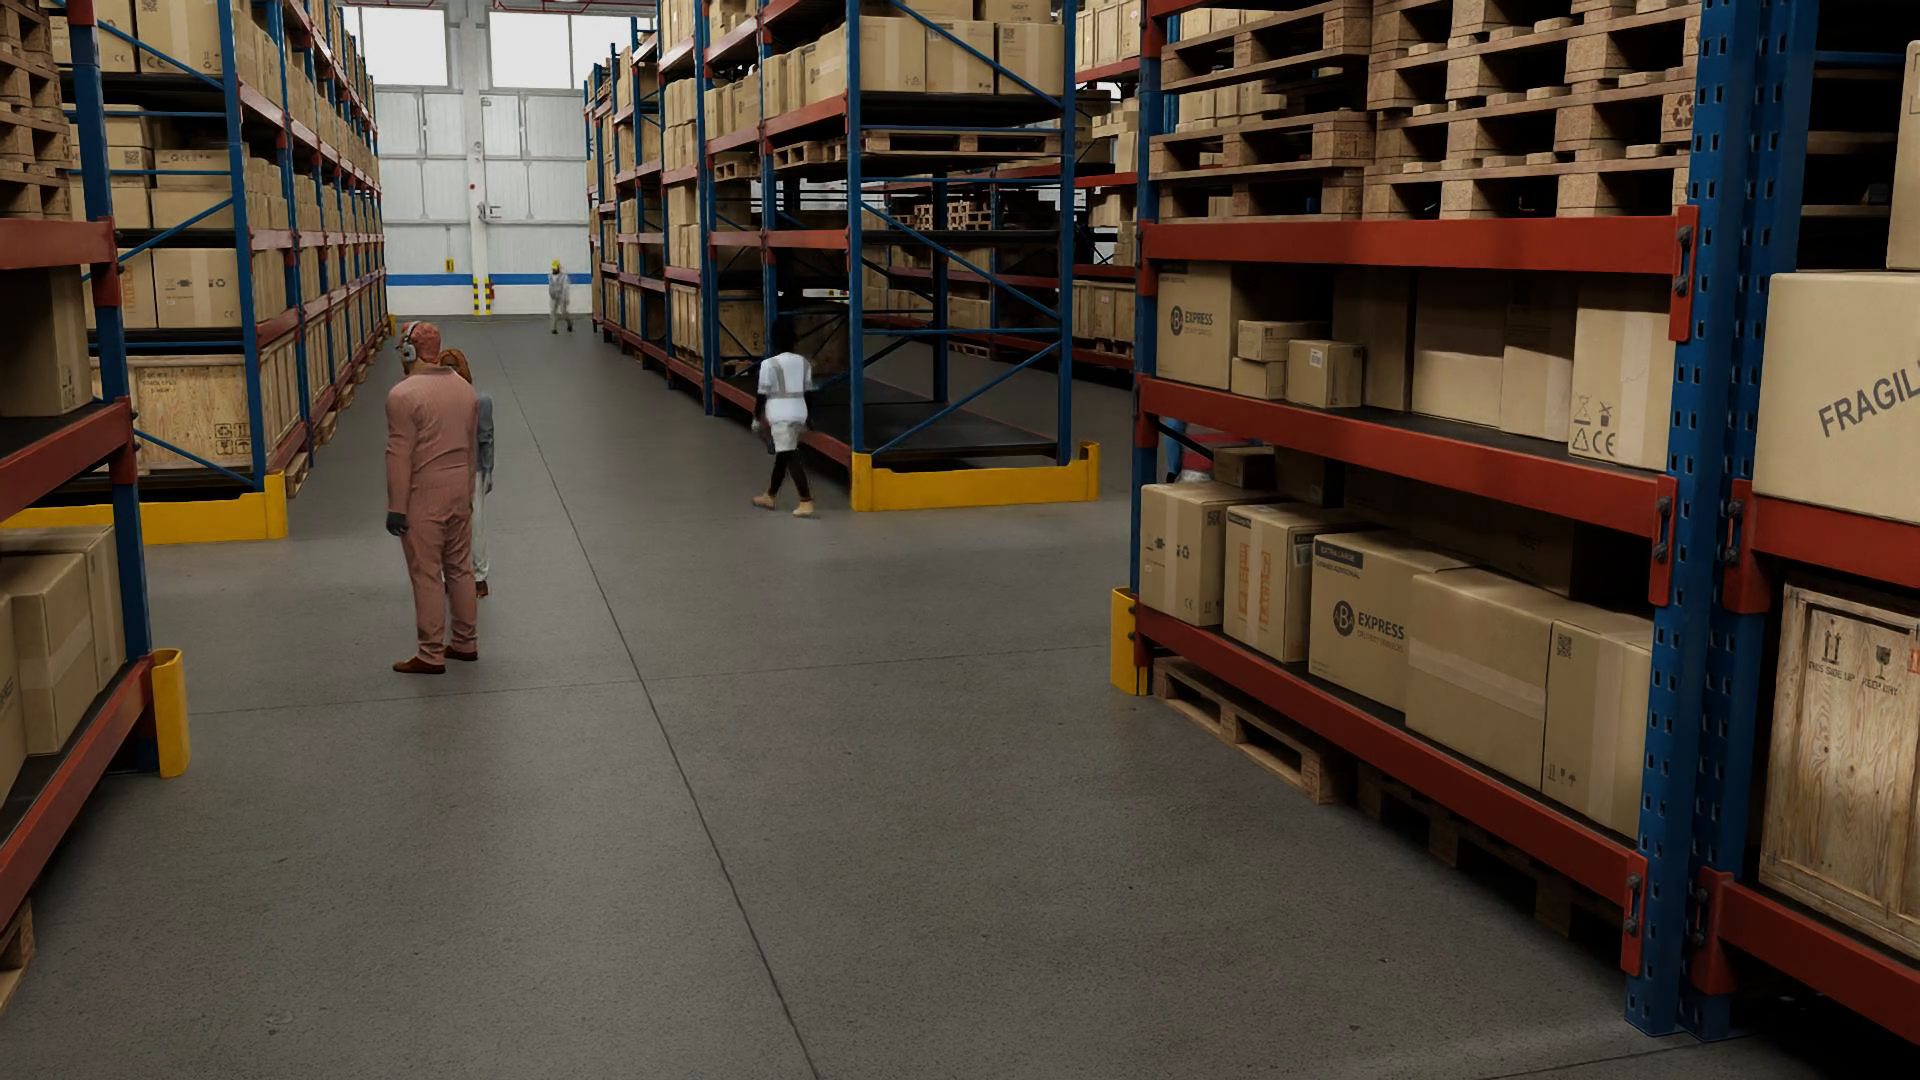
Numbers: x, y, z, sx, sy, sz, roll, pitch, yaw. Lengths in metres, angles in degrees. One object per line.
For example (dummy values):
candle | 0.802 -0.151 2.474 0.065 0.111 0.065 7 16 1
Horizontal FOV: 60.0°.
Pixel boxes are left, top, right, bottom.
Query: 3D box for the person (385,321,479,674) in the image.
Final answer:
person | -2.881 -0.231 9.037 0.399 1.900 0.645 4 11 20

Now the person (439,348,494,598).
person | -3.281 -0.430 10.837 0.500 1.636 0.280 0 10 -3

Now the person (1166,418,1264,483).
person | 1.596 -0.465 10.486 0.619 1.838 0.430 -1 10 -4

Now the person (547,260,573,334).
person | -9.733 -5.914 40.456 0.593 1.804 0.710 3 11 16

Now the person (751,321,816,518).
person | -1.490 -1.022 14.041 0.867 1.648 0.547 9 13 39
